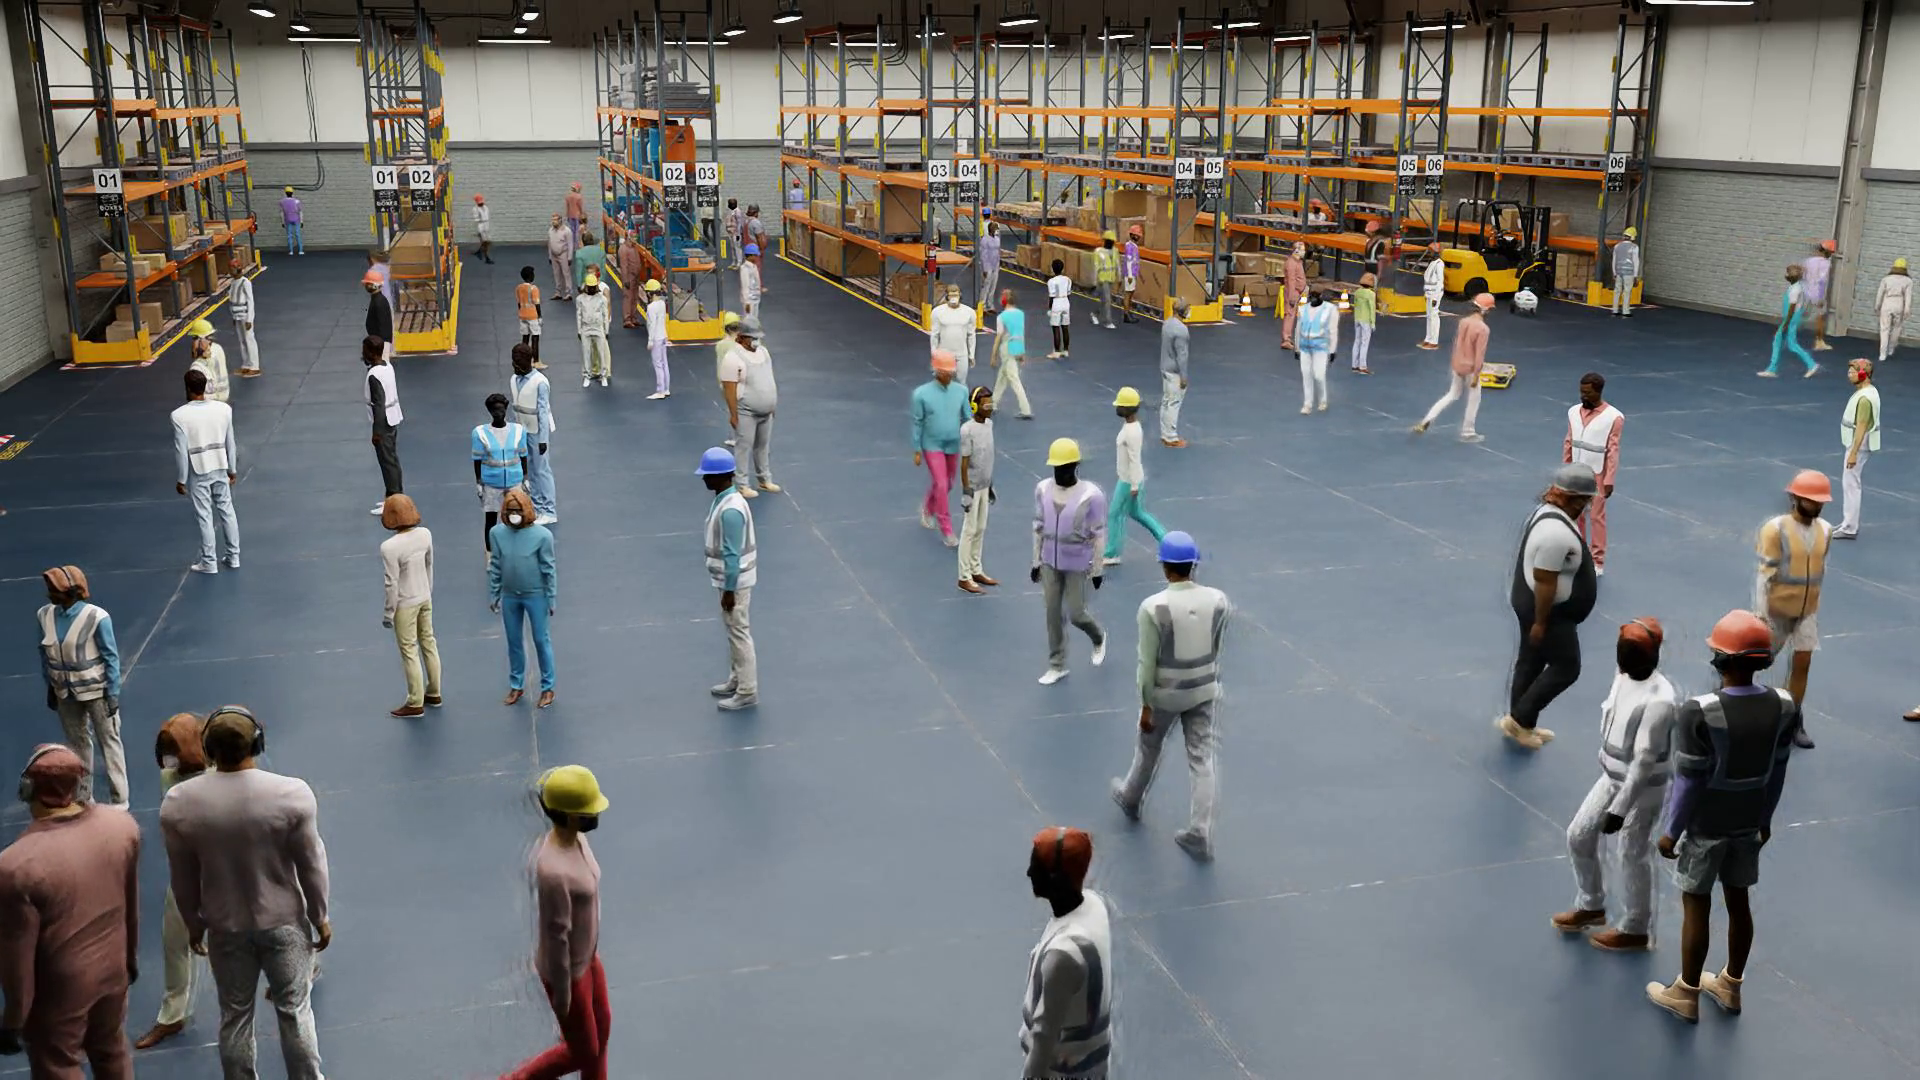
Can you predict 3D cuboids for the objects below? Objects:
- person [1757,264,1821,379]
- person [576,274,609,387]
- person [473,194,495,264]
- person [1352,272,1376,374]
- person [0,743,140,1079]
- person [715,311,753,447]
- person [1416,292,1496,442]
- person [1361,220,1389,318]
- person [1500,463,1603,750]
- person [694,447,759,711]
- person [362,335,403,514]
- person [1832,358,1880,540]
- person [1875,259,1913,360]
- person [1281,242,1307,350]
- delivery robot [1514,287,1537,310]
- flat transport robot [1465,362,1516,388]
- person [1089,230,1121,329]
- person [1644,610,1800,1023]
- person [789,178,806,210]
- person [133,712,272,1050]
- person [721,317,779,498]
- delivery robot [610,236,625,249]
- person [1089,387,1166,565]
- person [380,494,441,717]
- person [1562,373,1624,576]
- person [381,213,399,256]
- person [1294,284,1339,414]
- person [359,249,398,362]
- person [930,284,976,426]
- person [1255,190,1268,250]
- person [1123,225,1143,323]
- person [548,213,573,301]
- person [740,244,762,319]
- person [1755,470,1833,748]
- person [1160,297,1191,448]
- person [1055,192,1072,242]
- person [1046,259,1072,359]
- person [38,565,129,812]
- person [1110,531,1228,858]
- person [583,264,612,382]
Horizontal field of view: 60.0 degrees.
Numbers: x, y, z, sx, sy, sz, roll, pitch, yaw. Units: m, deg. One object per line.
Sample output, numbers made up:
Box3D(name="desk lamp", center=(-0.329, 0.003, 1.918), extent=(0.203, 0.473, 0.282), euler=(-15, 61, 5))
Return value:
Box3D(name="person", center=(13.220, -3.444, 26.326), extent=(0.828, 1.824, 0.517), euler=(5, 16, 17))
Box3D(name="person", center=(-5.662, -3.229, 25.680), extent=(0.486, 1.738, 0.321), euler=(-2, 15, -6))
Box3D(name="person", center=(-12.866, -8.358, 44.689), extent=(0.544, 1.888, 0.571), euler=(7, 16, 23))
Box3D(name="person", center=(6.558, -3.519, 26.978), extent=(0.287, 1.629, 0.501), euler=(-6, 16, -22))
Box3D(name="person", center=(-3.582, 1.734, 6.691), extent=(0.409, 1.910, 0.662), euler=(5, 16, 17))
Box3D(name="person", center=(-2.814, -2.016, 21.070), extent=(0.532, 1.745, 0.621), euler=(-8, 17, -28))
Box3D(name="person", center=(6.438, -2.208, 21.427), extent=(0.854, 1.956, 0.649), euler=(-4, 15, -16))
Box3D(name="person", center=(8.233, -5.316, 32.987), extent=(0.692, 2.027, 0.610), euler=(-4, 15, -15))
Box3D(name="person", center=(4.022, 0.439, 11.283), extent=(0.542, 2.000, 0.690), euler=(3, 15, 11))
Box3D(name="person", center=(-1.692, 0.273, 12.120), extent=(0.421, 1.938, 0.603), euler=(-4, 15, -15))
Box3D(name="person", center=(-6.180, -1.239, 17.833), extent=(0.379, 1.918, 0.596), euler=(-2, 15, -7))
Box3D(name="person", center=(9.063, -0.918, 16.794), extent=(0.402, 1.830, 0.580), euler=(7, 17, 26))
Box3D(name="person", center=(15.981, -3.960, 28.509), extent=(0.507, 1.692, 0.933), euler=(6, 16, 22))
Box3D(name="person", center=(5.950, -4.342, 29.564), extent=(0.395, 1.899, 0.641), euler=(4, 15, 16))
Box3D(name="delivery robot", center=(11.660, -4.961, 34.274), extent=(0.477, 0.478, 0.707), euler=(2, 15, 7))
Box3D(name="flat transport robot", center=(8.325, -2.607, 26.140), extent=(0.652, 0.197, 1.431), euler=(6, 16, 23))
Box3D(name="person", center=(2.830, -5.101, 32.420), extent=(0.585, 1.888, 0.883), euler=(-12, 19, -38))
Box3D(name="person", center=(3.627, 1.323, 7.955), extent=(0.608, 2.044, 0.373), euler=(-4, 15, -15))
Box3D(name="person", center=(-5.093, -10.337, 52.039), extent=(0.548, 1.934, 0.376), euler=(-8, 17, -28))
Box3D(name="person", center=(-3.570, 1.557, 7.934), extent=(0.497, 1.600, 0.807), euler=(8, 17, 29))
Box3D(name="person", center=(-2.299, -1.495, 18.563), extent=(0.537, 2.000, 0.684), euler=(10, 18, 33))
Box3D(name="delivery robot", center=(-9.604, -8.373, 47.111), extent=(0.477, 0.478, 0.707), euler=(7, 16, 25))
Box3D(name="person", center=(1.662, -0.597, 15.759), extent=(0.787, 1.735, 0.528), euler=(1, 15, 5))
Box3D(name="person", center=(-3.964, 0.464, 11.964), extent=(0.281, 1.636, 0.500), euler=(5, 16, 19))
Box3D(name="person", center=(5.888, -0.619, 15.526), extent=(0.387, 1.906, 0.603), euler=(-8, 17, -28))
Box3D(name="person", center=(-16.091, -8.952, 47.052), extent=(0.656, 1.829, 0.462), euler=(5, 16, 17))
Box3D(name="person", center=(4.987, -2.681, 23.422), extent=(0.650, 1.833, 0.442), euler=(12, 19, 38))
Box3D(name="person", center=(-9.862, -3.937, 28.031), extent=(0.744, 1.892, 0.718), euler=(2, 15, 6))
Box3D(name="person", center=(-0.092, -2.493, 22.515), extent=(0.627, 1.941, 0.372), euler=(-2, 15, -7))
Box3D(name="person", center=(8.857, -9.384, 48.797), extent=(0.324, 1.752, 0.560), euler=(13, 20, 40))
Box3D(name="person", center=(3.432, -5.278, 33.018), extent=(0.379, 1.927, 0.542), euler=(4, 15, 16))
Box3D(name="person", center=(-8.807, -6.220, 36.599), extent=(0.645, 1.907, 0.400), euler=(8, 17, 29))
Box3D(name="person", center=(-3.588, -4.124, 28.660), extent=(0.415, 1.941, 0.618), euler=(2, 15, 8))
Box3D(name="person", center=(5.743, 0.424, 11.584), extent=(0.553, 1.918, 0.804), euler=(-2, 15, -8))
Box3D(name="person", center=(2.743, -2.129, 21.170), extent=(0.385, 1.931, 0.629), euler=(-3, 15, -12))
Box3D(name="person", center=(2.909, -8.884, 46.803), extent=(0.494, 1.827, 0.924), euler=(1, 15, 5))
Box3D(name="person", center=(1.686, -3.946, 28.443), extent=(0.322, 1.696, 0.530), euler=(14, 21, 43))
Box3D(name="person", center=(-5.360, 0.940, 10.176), extent=(0.515, 1.636, 0.315), euler=(3, 15, 12))
Box3D(name="person", center=(1.258, 0.869, 9.937), extent=(0.605, 1.893, 0.962), euler=(-5, 16, -19))
Box3D(name="person", center=(-5.709, -3.423, 26.192), extent=(0.574, 1.842, 0.375), euler=(12, 19, 38))
